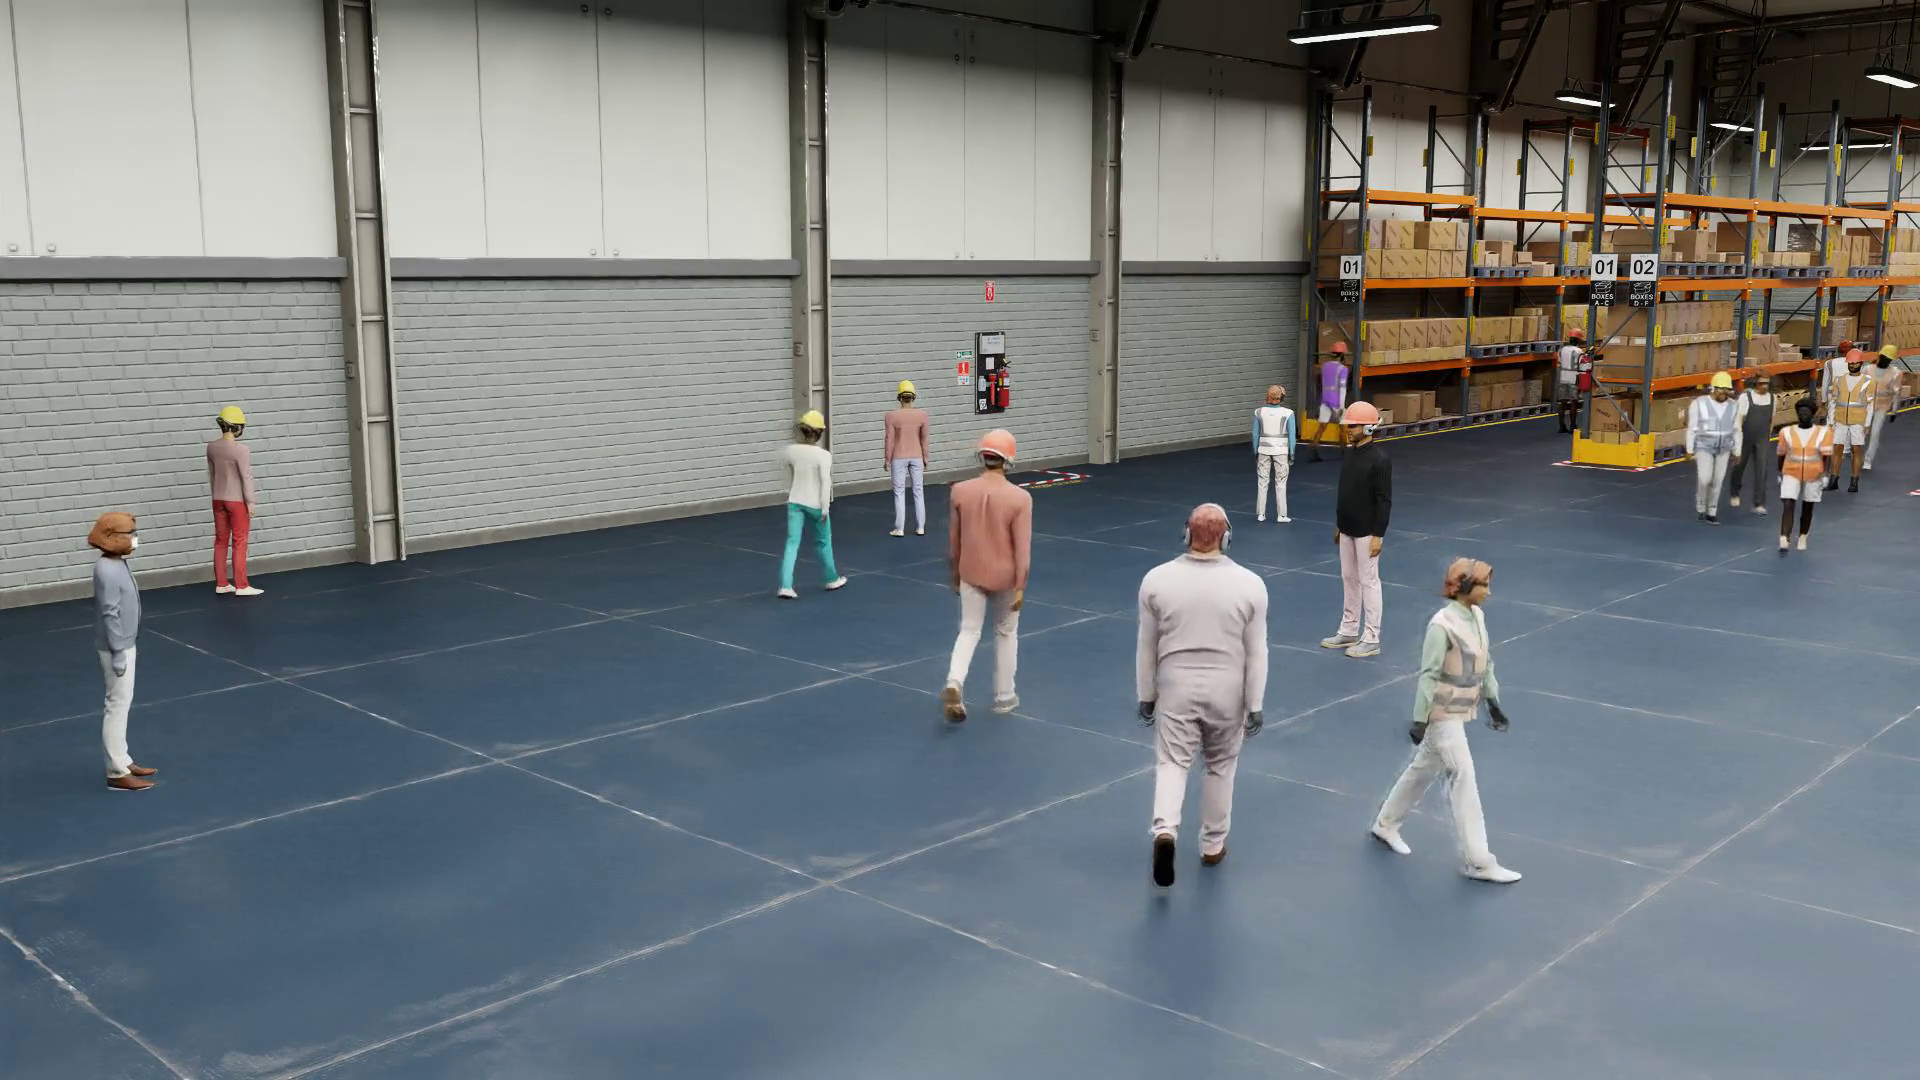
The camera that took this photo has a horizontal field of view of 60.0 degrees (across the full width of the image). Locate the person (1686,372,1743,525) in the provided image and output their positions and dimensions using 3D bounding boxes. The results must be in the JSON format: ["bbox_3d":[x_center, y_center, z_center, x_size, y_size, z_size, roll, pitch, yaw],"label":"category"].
[{"bbox_3d":[8.858,-1.064,19.499,0.615,1.813,0.477,0,9,2],"label":"person"}]

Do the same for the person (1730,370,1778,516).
[{"bbox_3d":[9.857,-1.236,20.694,0.520,1.797,1.003,1,9,6],"label":"person"}]

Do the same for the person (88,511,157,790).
[{"bbox_3d":[-4.897,0.637,9.714,0.268,1.630,0.507,-3,10,-20],"label":"person"}]

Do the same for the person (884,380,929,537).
[{"bbox_3d":[-0.608,-0.912,18.747,0.534,1.767,0.317,-4,10,-21],"label":"person"}]

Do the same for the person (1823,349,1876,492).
[{"bbox_3d":[12.041,-1.614,22.500,0.542,1.939,0.364,9,13,43],"label":"person"}]

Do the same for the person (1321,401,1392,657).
[{"bbox_3d":[3.127,-0.090,13.042,0.381,1.994,0.621,-3,10,-20],"label":"person"}]

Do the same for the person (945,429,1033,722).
[{"bbox_3d":[0.173,0.244,11.104,0.612,1.966,0.817,3,10,19],"label":"person"}]

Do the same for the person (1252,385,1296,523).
[{"bbox_3d":[3.727,-1.015,19.763,0.525,1.639,0.307,5,10,26],"label":"person"}]

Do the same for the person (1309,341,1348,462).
[{"bbox_3d":[5.814,-2.150,25.939,0.980,1.898,0.562,-7,12,-38],"label":"person"}]

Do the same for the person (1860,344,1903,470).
[{"bbox_3d":[13.812,-2.005,25.029,0.611,1.887,0.548,8,12,40],"label":"person"}]

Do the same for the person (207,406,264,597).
[{"bbox_3d":[-6.704,-0.354,15.375,0.520,1.761,0.335,4,10,25],"label":"person"}]

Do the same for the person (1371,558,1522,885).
[{"bbox_3d":[2.455,0.874,8.407,0.833,1.589,0.521,6,11,34],"label":"person"}]

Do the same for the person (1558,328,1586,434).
[{"bbox_3d":[11.137,-2.882,30.300,0.387,1.924,0.572,-4,10,-25],"label":"person"}]

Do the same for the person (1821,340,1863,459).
[{"bbox_3d":[13.997,-2.228,26.408,0.585,1.882,0.337,8,13,42],"label":"person"}]

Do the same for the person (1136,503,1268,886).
[{"bbox_3d":[1.182,0.763,8.209,0.651,1.881,0.796,2,10,15],"label":"person"}]

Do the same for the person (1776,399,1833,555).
[{"bbox_3d":[8.906,-0.664,17.578,0.540,1.645,0.857,5,11,27],"label":"person"}]

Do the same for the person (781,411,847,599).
[{"bbox_3d":[-1.393,-0.331,15.350,0.535,1.720,0.900,4,10,26],"label":"person"}]
